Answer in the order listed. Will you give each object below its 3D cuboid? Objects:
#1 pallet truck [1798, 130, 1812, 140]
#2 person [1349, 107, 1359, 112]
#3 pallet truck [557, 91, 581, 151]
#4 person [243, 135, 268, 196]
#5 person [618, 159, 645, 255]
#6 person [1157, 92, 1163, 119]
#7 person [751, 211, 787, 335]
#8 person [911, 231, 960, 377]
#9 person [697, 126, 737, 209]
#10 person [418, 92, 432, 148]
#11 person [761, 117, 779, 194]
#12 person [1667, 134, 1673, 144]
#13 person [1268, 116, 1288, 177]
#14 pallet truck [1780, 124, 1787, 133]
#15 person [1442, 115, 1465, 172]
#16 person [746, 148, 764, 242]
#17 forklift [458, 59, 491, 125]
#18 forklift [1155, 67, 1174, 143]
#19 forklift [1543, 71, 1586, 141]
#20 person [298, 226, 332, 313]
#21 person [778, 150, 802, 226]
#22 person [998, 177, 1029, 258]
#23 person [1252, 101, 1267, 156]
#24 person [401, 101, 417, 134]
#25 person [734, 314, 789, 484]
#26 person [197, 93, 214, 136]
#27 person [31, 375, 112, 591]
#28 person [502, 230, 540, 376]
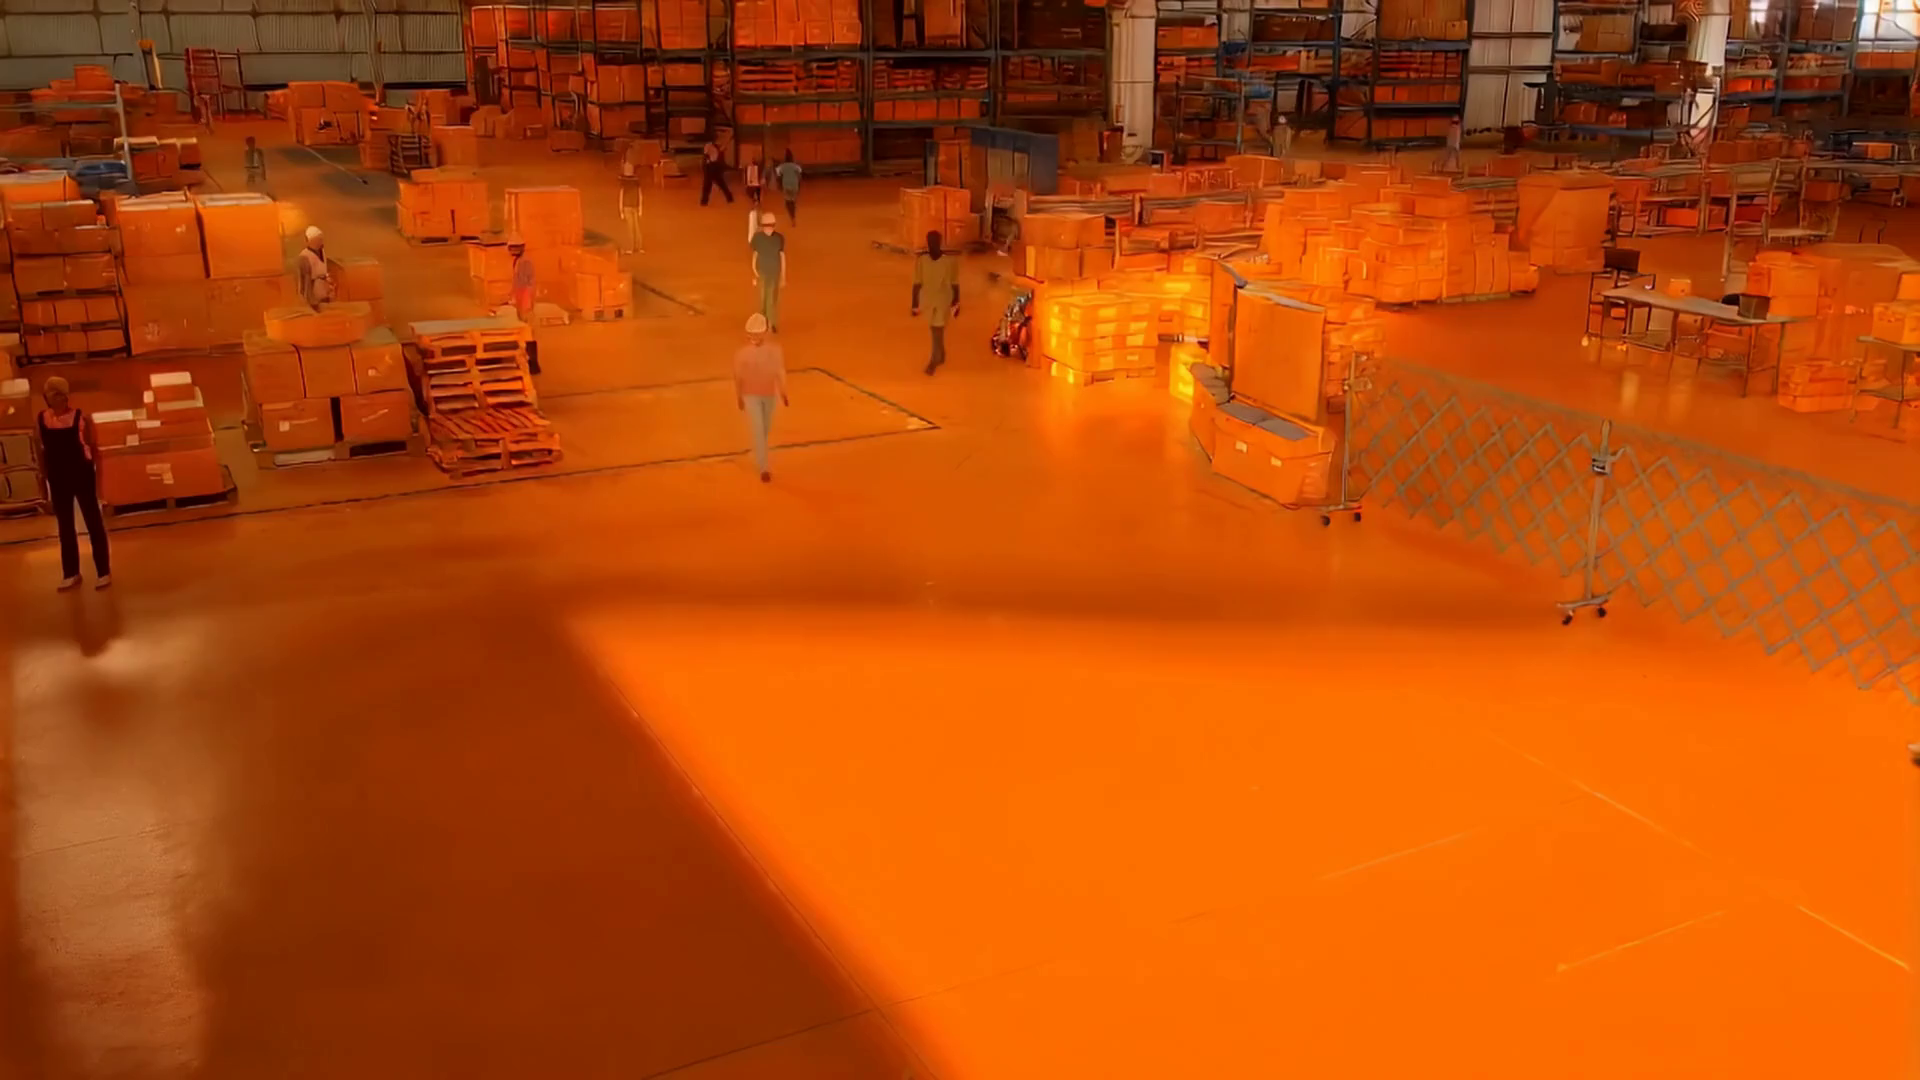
[{"bbox_3d":[25.526,-11.556,49.408,1.630,1.274,0.653,-9,20,-26],"label":"pallet truck"},{"bbox_3d":[15.829,-17.356,66.661,0.425,1.817,0.610,-10,21,-30],"label":"person"},{"bbox_3d":[-13.495,-14.412,57.188,0.823,1.965,1.885,-3,18,-9],"label":"pallet truck"},{"bbox_3d":[-16.799,-8.650,39.450,0.623,1.850,0.843,7,19,20],"label":"person"},{"bbox_3d":[-6.534,-6.611,33.066,0.532,1.876,0.319,-10,20,-28],"label":"person"},{"bbox_3d":[7.499,-16.416,63.648,0.640,1.870,0.920,-8,20,-24],"label":"person"},{"bbox_3d":[-2.862,-4.005,24.976,0.548,1.853,0.419,-4,18,-11],"label":"person"},{"bbox_3d":[-0.333,-3.208,22.398,0.632,1.916,1.006,7,19,22],"label":"person"},{"bbox_3d":[-5.939,-9.076,40.483,0.968,2.000,0.694,6,19,19],"label":"person"},{"bbox_3d":[-18.779,-14.743,58.367,0.587,1.911,0.397,14,23,38],"label":"person"},{"bbox_3d":[-5.032,-10.133,43.872,0.426,1.979,0.612,-1,18,-2],"label":"person"},{"bbox_3d":[24.632,-14.398,57.682,0.543,1.666,0.803,13,22,35],"label":"person"},{"bbox_3d":[9.103,-11.222,47.594,0.941,1.786,0.610,-10,20,-27],"label":"person"},{"bbox_3d":[25.206,-12.542,52.601,1.601,1.201,0.680,0,18,-2],"label":"pallet truck"},{"bbox_3d":[14.516,-11.546,48.685,0.905,1.719,0.538,-7,19,-22],"label":"person"},{"bbox_3d":[-4.294,-7.247,34.976,0.404,1.927,0.546,-6,19,-19],"label":"person"},{"bbox_3d":[-18.558,-17.276,64.695,1.873,2.768,1.129,-9,20,-26],"label":"forklift"},{"bbox_3d":[6.307,-14.449,55.880,1.873,2.768,1.129,-9,20,-26],"label":"forklift"},{"bbox_3d":[18.685,-13.231,52.085,1.873,2.768,1.129,-9,20,-26],"label":"forklift"},{"bbox_3d":[-8.807,-3.326,22.757,0.373,1.915,0.594,1,18,2],"label":"person"},{"bbox_3d":[-3.816,-7.939,37.542,0.537,1.668,0.781,-6,19,-18],"label":"person"},{"bbox_3d":[1.148,-6.326,32.640,0.840,1.591,0.505,-8,19,-23],"label":"person"},{"bbox_3d":[9.751,-13.385,54.108,0.559,1.918,0.560,-14,22,-36],"label":"person"},{"bbox_3d":[-19.359,-14.620,58.479,0.524,1.588,0.873,-2,18,-6],"label":"person"},{"bbox_3d":[-2.100,-1.527,17.458,0.523,1.726,0.898,-8,20,-24],"label":"person"},{"bbox_3d":[-28.892,-16.280,63.661,0.531,1.594,0.884,-13,22,-35],"label":"person"},{"bbox_3d":[-7.476,-0.478,13.995,0.506,1.846,0.345,-3,18,-9],"label":"person"},{"bbox_3d":[-5.854,-3.155,22.188,0.356,1.936,0.551,-8,19,-23],"label":"person"}]
